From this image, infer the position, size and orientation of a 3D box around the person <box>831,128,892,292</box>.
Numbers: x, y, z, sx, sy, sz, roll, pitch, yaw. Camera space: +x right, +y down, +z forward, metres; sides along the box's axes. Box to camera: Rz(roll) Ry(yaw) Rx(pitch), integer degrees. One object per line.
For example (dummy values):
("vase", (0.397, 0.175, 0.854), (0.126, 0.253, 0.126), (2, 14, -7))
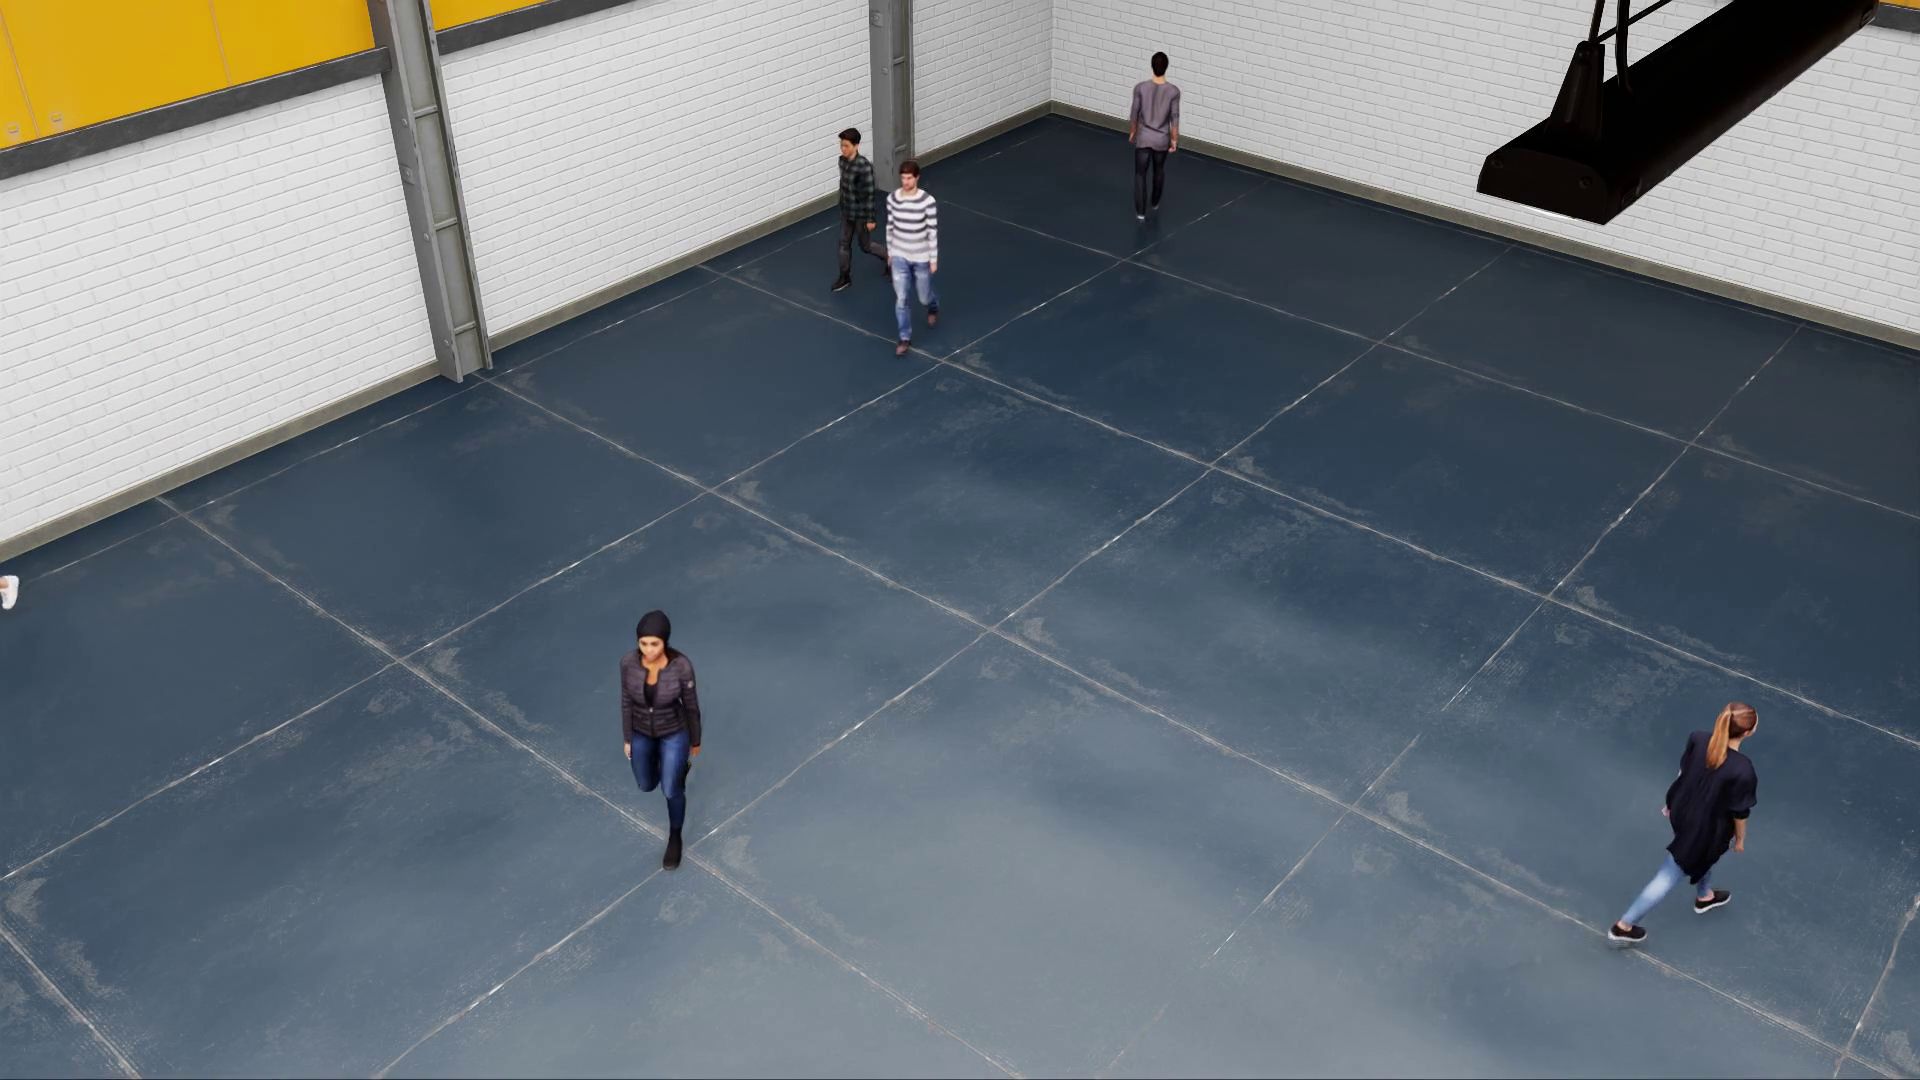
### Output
("person", (-0.968, -3.318, 16.610), (1.026, 1.680, 0.812), (-24, 40, -31))

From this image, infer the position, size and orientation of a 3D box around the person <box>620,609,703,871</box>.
("person", (-1.753, 1.120, 9.908), (0.880, 1.730, 1.014), (5, 34, 8))

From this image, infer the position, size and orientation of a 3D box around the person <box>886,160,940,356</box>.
("person", (-0.422, -2.677, 15.531), (0.904, 1.829, 1.106), (10, 35, 14))

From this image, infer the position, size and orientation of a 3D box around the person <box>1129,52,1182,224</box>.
("person", (2.076, -4.323, 18.014), (1.080, 1.821, 1.238), (2, 34, 3))

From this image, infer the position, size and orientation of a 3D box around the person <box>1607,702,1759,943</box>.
("person", (4.037, 1.616, 9.246), (1.213, 1.636, 1.003), (-11, 35, -16))
